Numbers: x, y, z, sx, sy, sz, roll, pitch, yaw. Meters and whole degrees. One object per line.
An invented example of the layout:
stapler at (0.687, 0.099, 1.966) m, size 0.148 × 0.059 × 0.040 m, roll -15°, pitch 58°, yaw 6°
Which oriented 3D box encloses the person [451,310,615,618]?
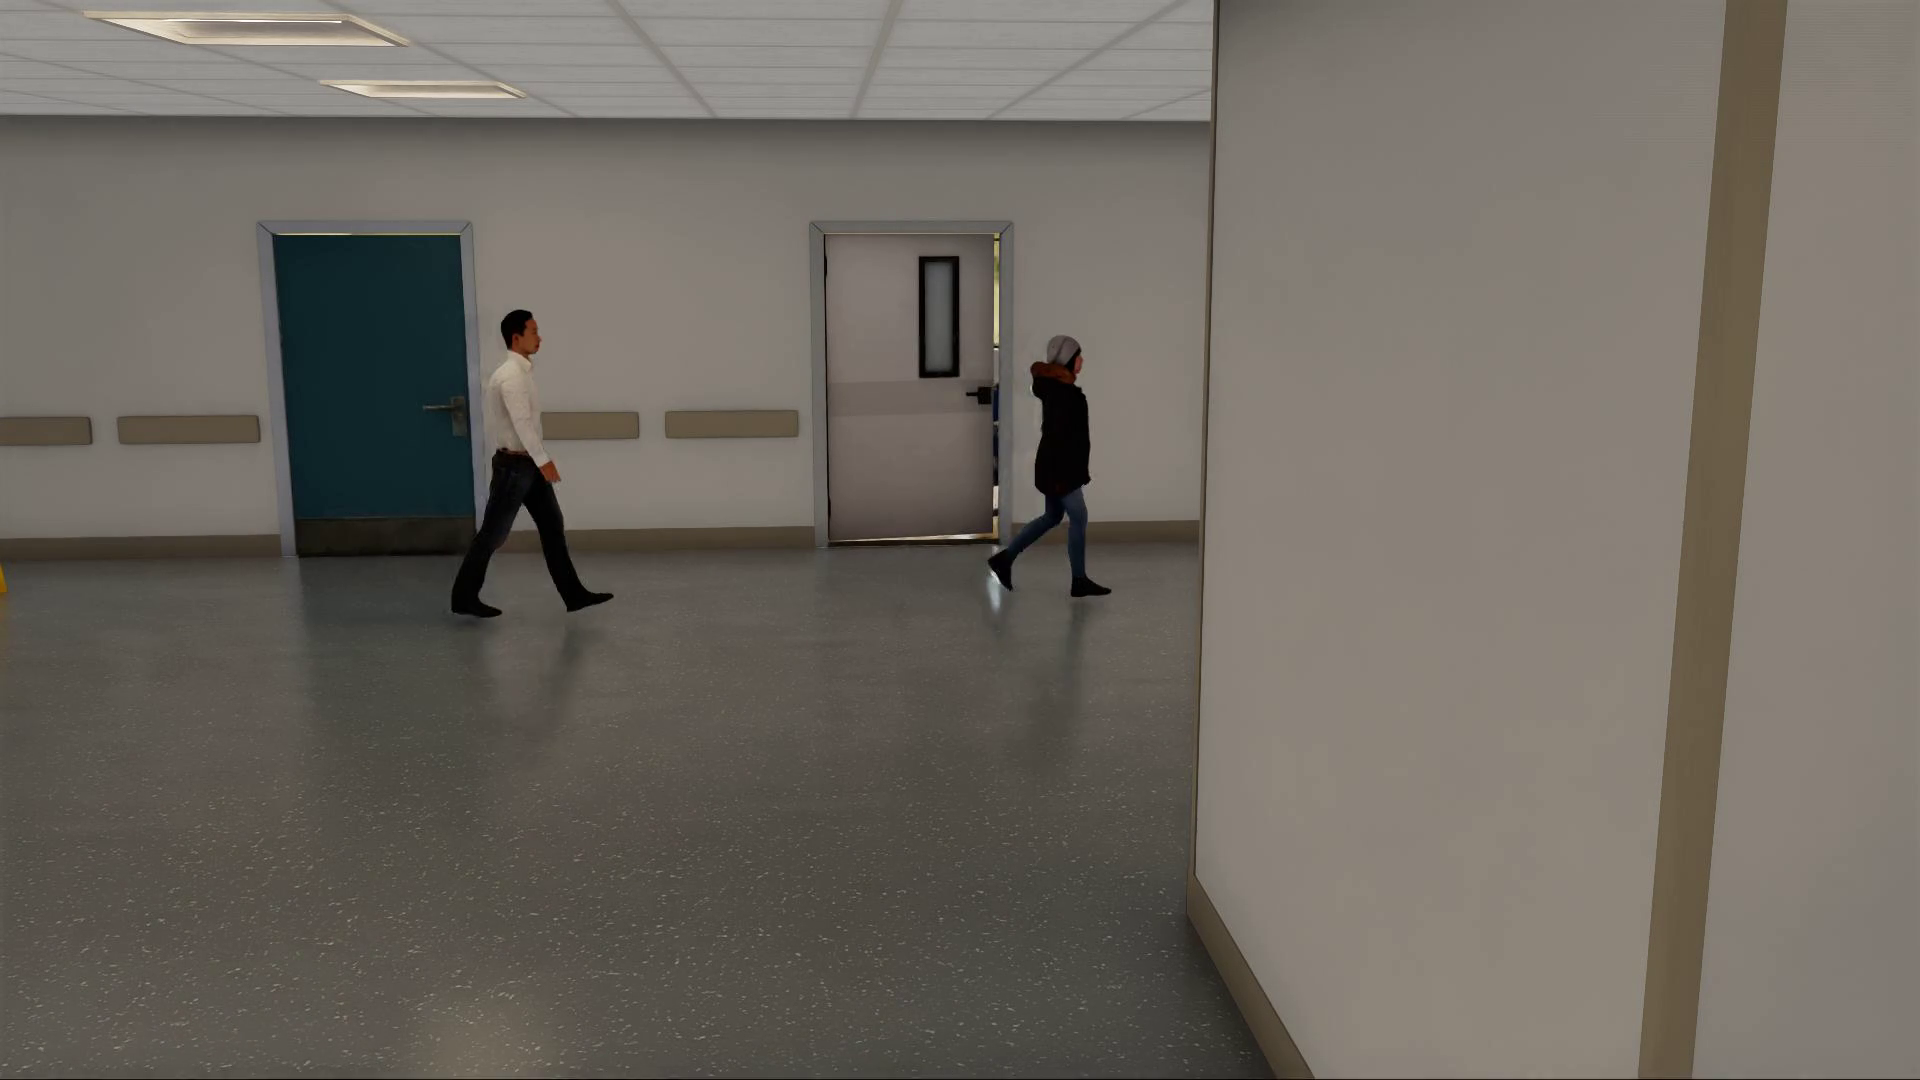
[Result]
person at (-2.630, -0.387, 9.535) m, size 1.142 × 1.765 × 0.682 m, roll -1°, pitch 11°, yaw -3°

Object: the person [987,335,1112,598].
person at (0.542, -0.433, 10.188) m, size 0.978 × 1.611 × 0.612 m, roll -1°, pitch 11°, yaw -7°
